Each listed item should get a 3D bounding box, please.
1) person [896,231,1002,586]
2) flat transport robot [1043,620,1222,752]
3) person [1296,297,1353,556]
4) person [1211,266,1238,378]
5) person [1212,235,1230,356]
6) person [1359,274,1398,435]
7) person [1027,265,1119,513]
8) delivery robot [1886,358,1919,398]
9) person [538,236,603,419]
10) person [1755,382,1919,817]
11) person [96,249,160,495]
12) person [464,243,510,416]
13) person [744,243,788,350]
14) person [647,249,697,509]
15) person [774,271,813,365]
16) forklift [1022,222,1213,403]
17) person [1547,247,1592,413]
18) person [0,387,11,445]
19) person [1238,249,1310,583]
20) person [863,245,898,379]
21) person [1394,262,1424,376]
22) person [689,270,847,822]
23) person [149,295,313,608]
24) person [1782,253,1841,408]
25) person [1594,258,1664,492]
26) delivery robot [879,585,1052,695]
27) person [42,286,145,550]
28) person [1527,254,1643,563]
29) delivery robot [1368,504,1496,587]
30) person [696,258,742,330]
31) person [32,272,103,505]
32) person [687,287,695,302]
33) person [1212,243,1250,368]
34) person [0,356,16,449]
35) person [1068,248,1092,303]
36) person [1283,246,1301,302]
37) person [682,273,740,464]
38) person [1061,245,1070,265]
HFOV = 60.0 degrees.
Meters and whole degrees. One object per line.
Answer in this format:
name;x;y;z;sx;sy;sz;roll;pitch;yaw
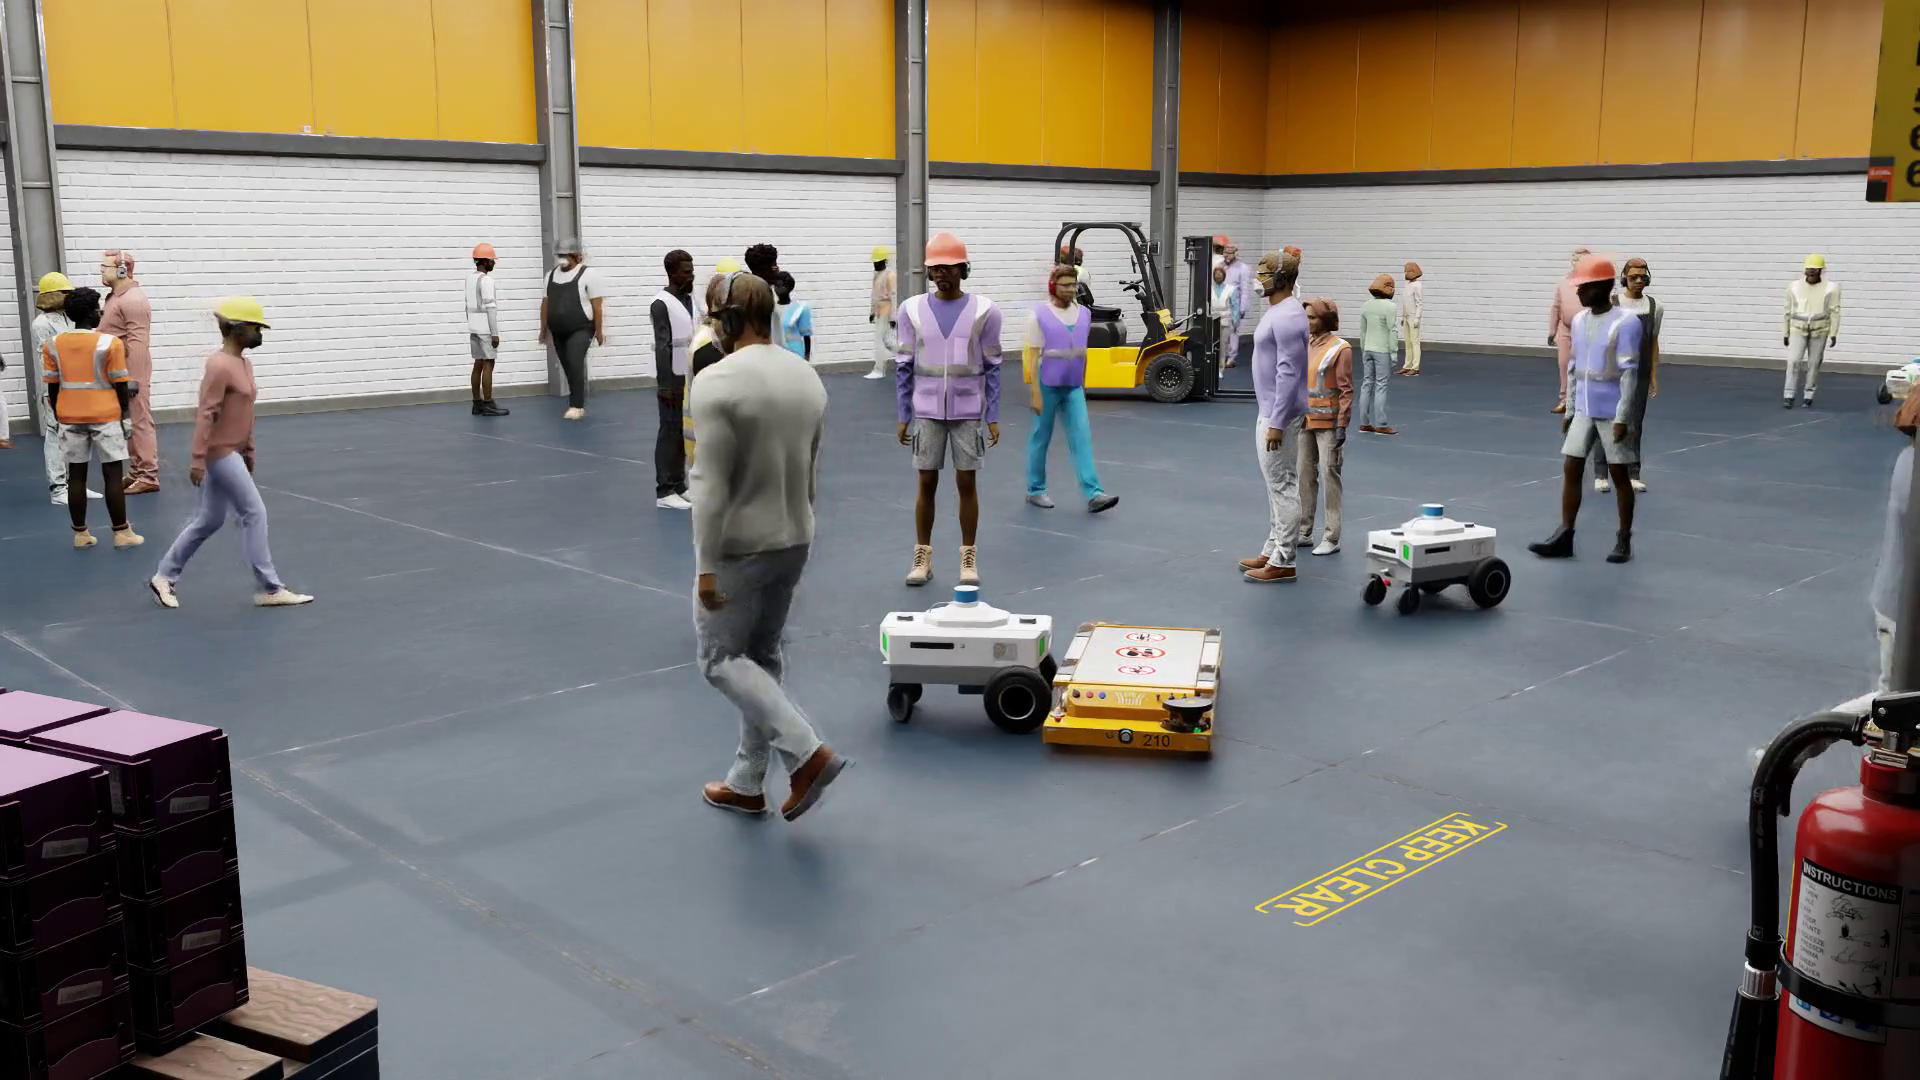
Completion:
person;-0.066;-0.738;9.564;0.610;2.042;0.396;1;10;6
flat transport robot;0.775;0.595;7.131;0.652;0.197;1.431;2;11;10
person;2.278;-0.724;10.592;0.309;1.636;0.522;-6;12;-31
person;3.631;-3.037;23.317;0.532;1.592;0.856;1;10;8
person;4.347;-4.024;27.526;0.652;2.020;0.733;10;14;42
person;4.279;-1.893;16.978;0.281;1.633;0.498;-5;12;-27
person;0.772;-1.085;12.098;0.594;1.793;0.945;-6;12;-31
delivery robot;11.402;-1.925;19.842;0.707;0.478;0.477;-6;12;-29
person;-4.357;-2.352;18.372;0.700;2.000;0.761;4;11;23
person;3.074;0.240;5.424;0.720;1.613;0.512;4;11;21
person;-6.562;-1.316;13.073;0.411;1.913;0.643;-8;13;-37
person;-5.331;-2.364;18.720;0.375;1.935;0.551;-9;14;-42
person;-1.441;-1.190;12.233;0.361;1.965;0.613;-4;11;-20
person;-2.128;-1.197;12.422;0.375;1.911;0.592;2;11;12
person;-1.727;-1.725;15.937;0.542;1.680;0.608;4;11;21
forklift;1.935;-2.847;20.651;2.313;2.155;1.214;2;11;13
person;6.993;-2.366;18.866;0.435;1.889;0.695;-9;14;-41
person;-9.208;-1.762;15.616;0.329;1.874;0.507;0;10;-2
person;1.850;-0.716;9.725;0.372;1.940;0.627;1;10;7
person;-1.009;-3.214;23.498;0.696;1.878;0.673;-4;11;-22
person;6.524;-3.194;24.070;0.283;1.633;0.498;-2;11;-8
person;-0.636;0.038;5.695;0.591;1.910;0.640;7;13;35
person;-4.041;-0.469;9.004;0.843;1.712;0.560;-2;11;-11
person;9.888;-2.416;19.359;0.608;1.798;0.801;6;12;29
person;5.274;-1.295;13.140;0.507;1.846;0.345;0;10;1
delivery robot;0.024;0.435;6.973;0.707;0.478;0.477;1;11;6
person;-5.586;-0.775;10.698;0.537;1.699;0.321;0;10;1
person;3.949;-0.801;10.318;0.629;1.906;0.556;-5;11;-25
delivery robot;2.579;0.046;9.092;0.707;0.478;0.477;-6;12;-28
person;-1.955;-1.482;14.206;0.591;1.828;0.404;-1;10;-5
person;-6.771;-1.143;12.585;0.287;1.746;0.487;0;10;0
person;-3.564;-2.765;21.372;0.313;1.767;0.534;-5;12;-26
person;4.035;-3.554;25.312;0.680;1.889;0.658;8;13;37
person;-9.253;-1.788;15.777;0.361;1.873;0.523;-3;11;-16
person;1.640;-3.216;23.623;0.429;1.842;0.634;-10;14;-42
person;4.236;-2.846;21.493;0.356;1.885;0.572;3;11;14
person;-1.136;-0.415;8.398;0.506;1.831;0.647;-1;10;-6
person;1.761;-3.812;26.815;0.427;1.868;0.614;-5;11;-25
